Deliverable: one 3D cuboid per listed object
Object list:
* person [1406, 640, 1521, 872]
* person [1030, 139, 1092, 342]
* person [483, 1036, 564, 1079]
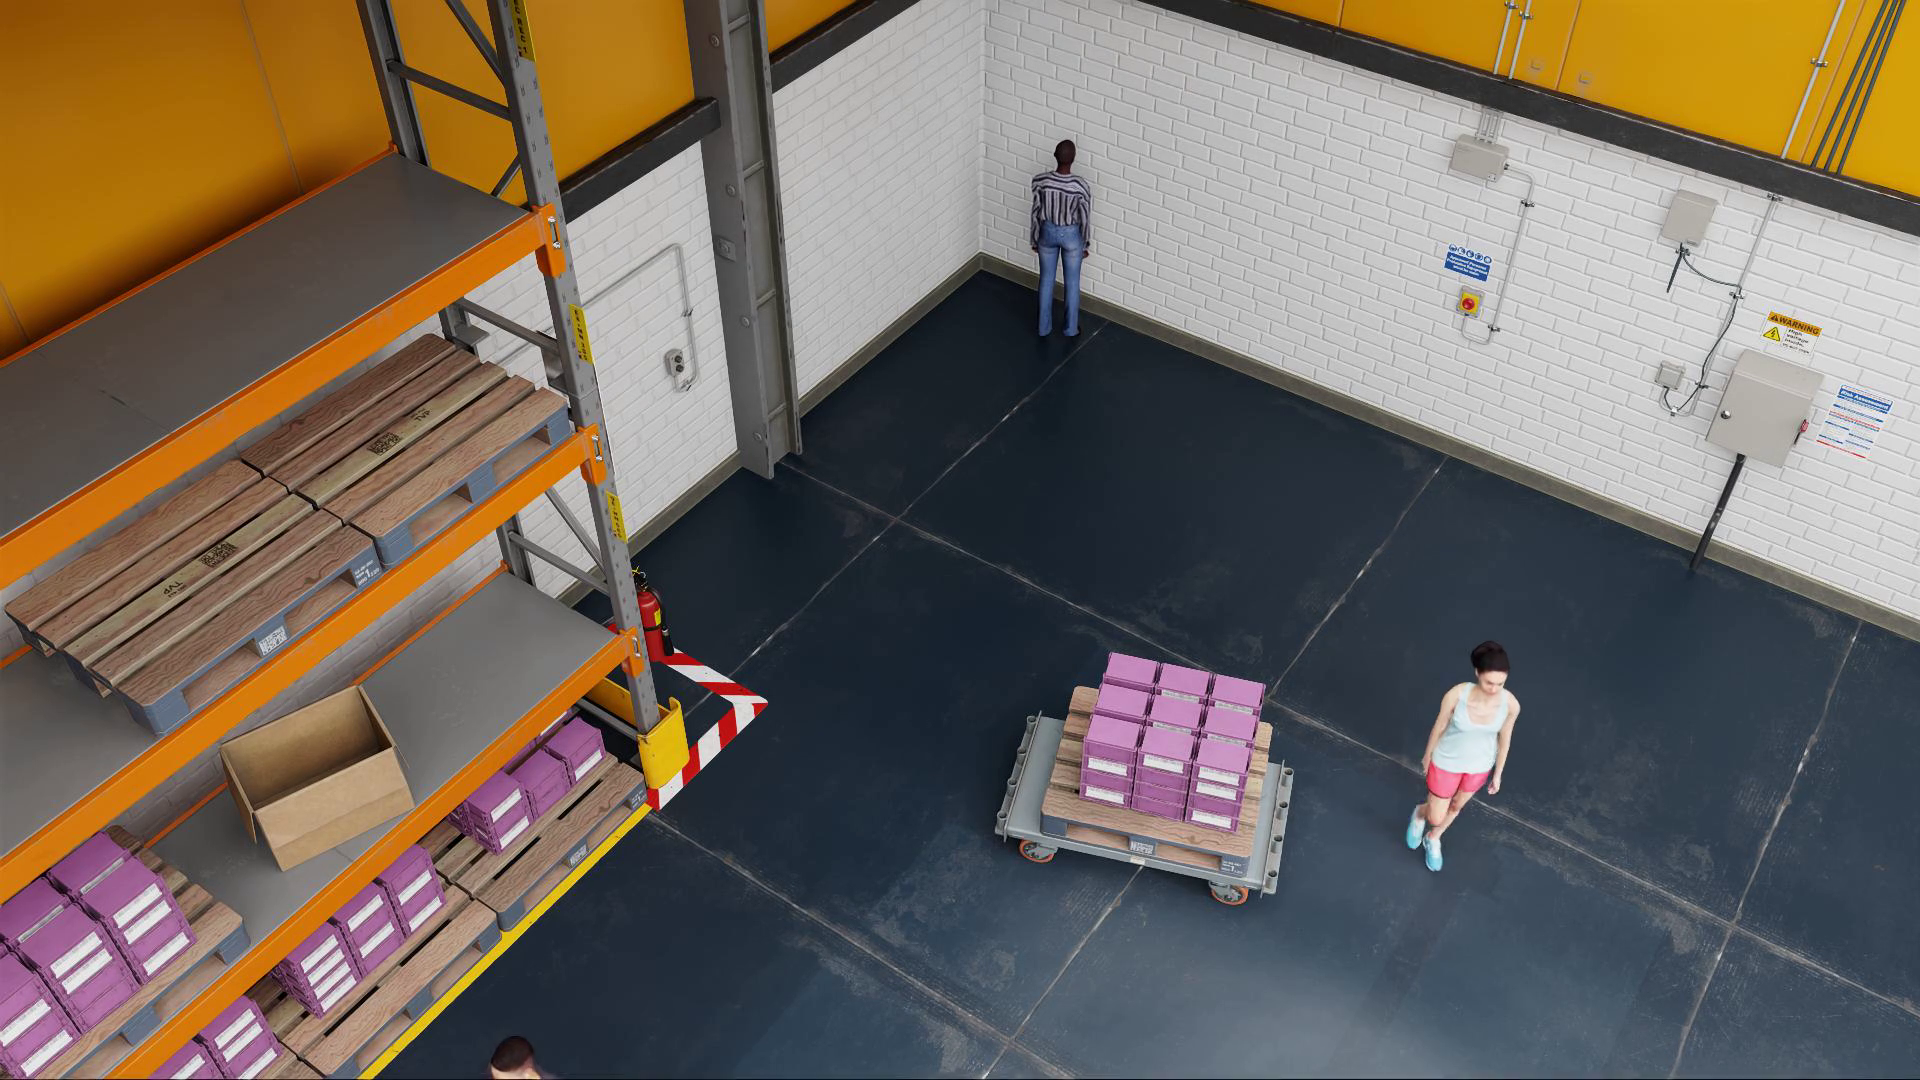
[{"bbox_3d":[2.820,1.190,9.391,0.723,1.757,0.790,2,44,2],"label":"person"},{"bbox_3d":[0.791,-2.335,13.064,0.699,1.795,0.662,10,44,10],"label":"person"},{"bbox_3d":[-1.865,2.764,7.749,0.686,1.744,1.033,22,48,22],"label":"person"}]
